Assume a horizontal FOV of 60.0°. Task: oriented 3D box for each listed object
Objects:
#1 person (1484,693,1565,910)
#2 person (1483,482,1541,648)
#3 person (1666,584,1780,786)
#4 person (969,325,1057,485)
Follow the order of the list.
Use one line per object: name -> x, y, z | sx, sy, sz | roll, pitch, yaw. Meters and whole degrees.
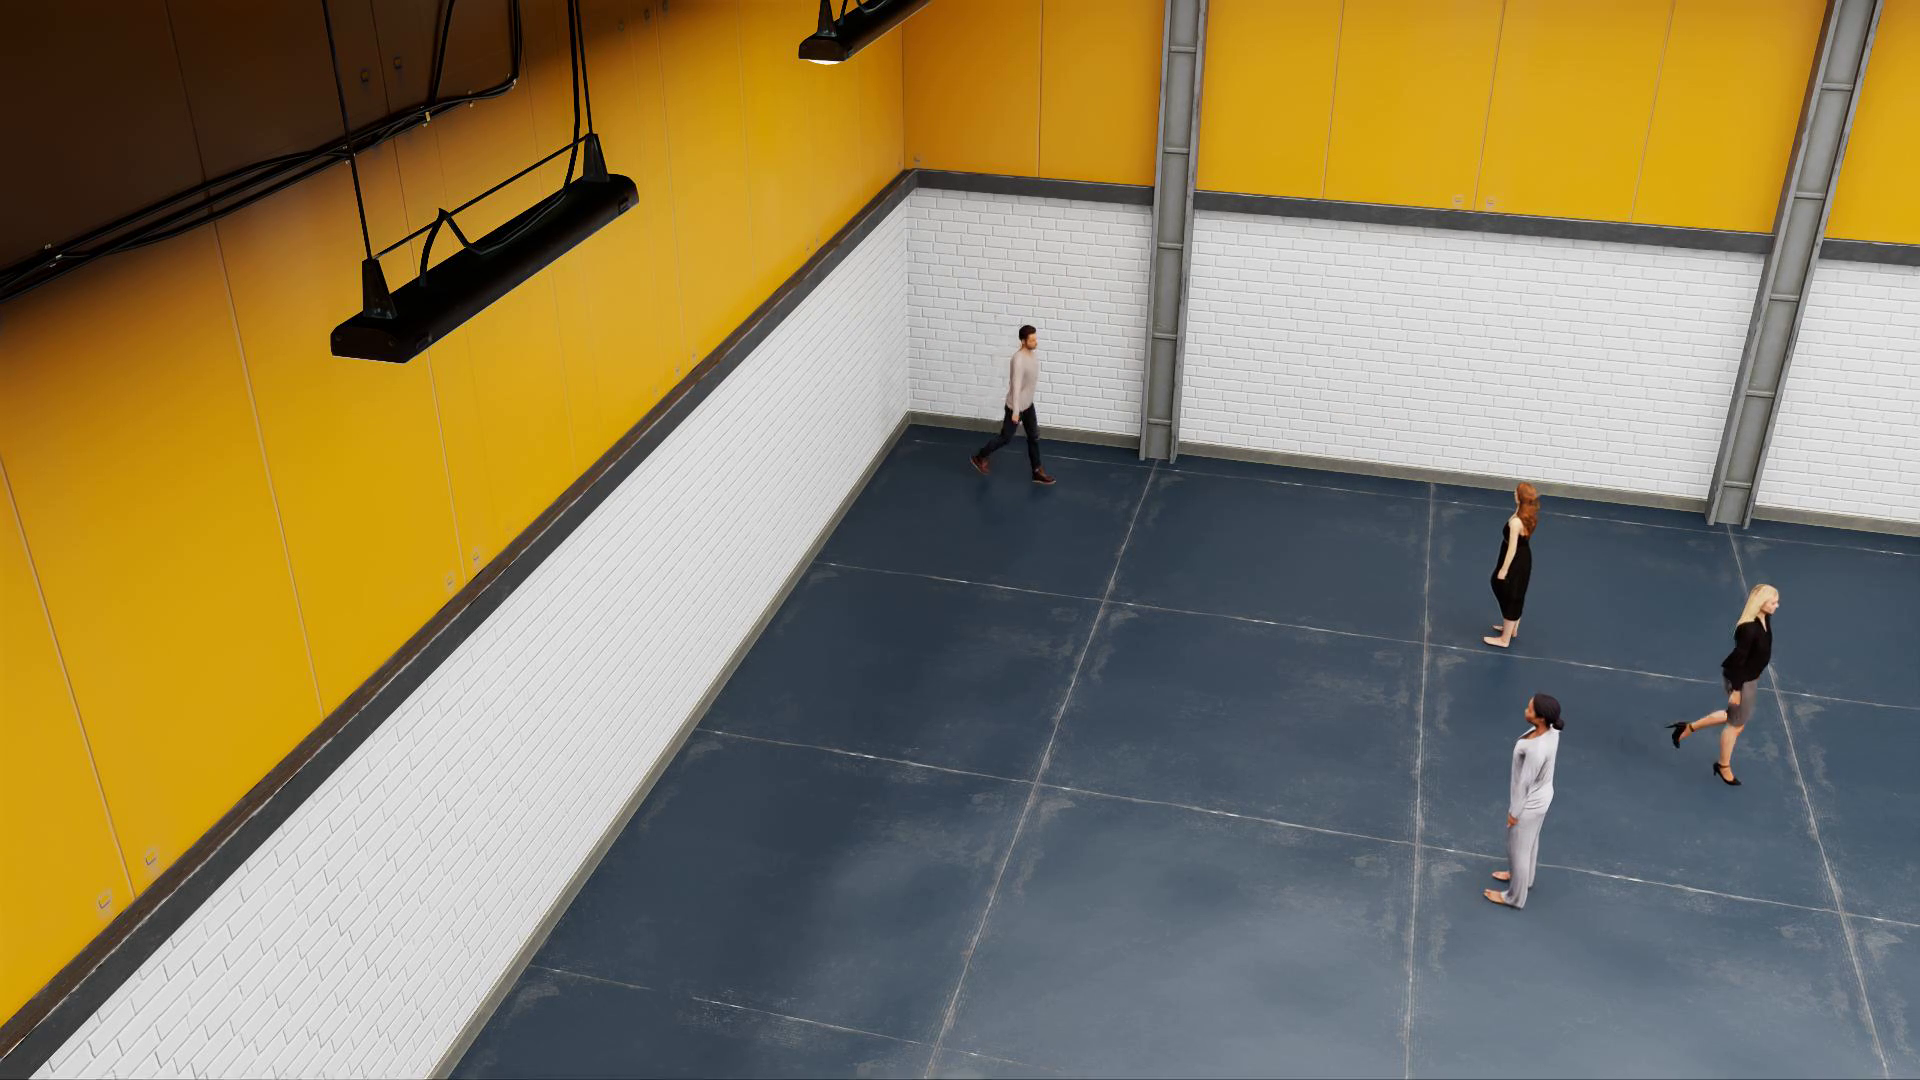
person -> 4.079, 1.840, 11.881 | 0.632, 1.733, 0.674 | 17, 33, 28
person -> 5.008, 0.217, 14.968 | 0.681, 1.626, 0.653 | 22, 35, 34
person -> 6.056, 1.118, 13.106 | 0.972, 1.828, 0.803 | 19, 34, 30
person -> 0.545, -1.448, 17.812 | 1.237, 1.827, 0.826 | 11, 30, 19
